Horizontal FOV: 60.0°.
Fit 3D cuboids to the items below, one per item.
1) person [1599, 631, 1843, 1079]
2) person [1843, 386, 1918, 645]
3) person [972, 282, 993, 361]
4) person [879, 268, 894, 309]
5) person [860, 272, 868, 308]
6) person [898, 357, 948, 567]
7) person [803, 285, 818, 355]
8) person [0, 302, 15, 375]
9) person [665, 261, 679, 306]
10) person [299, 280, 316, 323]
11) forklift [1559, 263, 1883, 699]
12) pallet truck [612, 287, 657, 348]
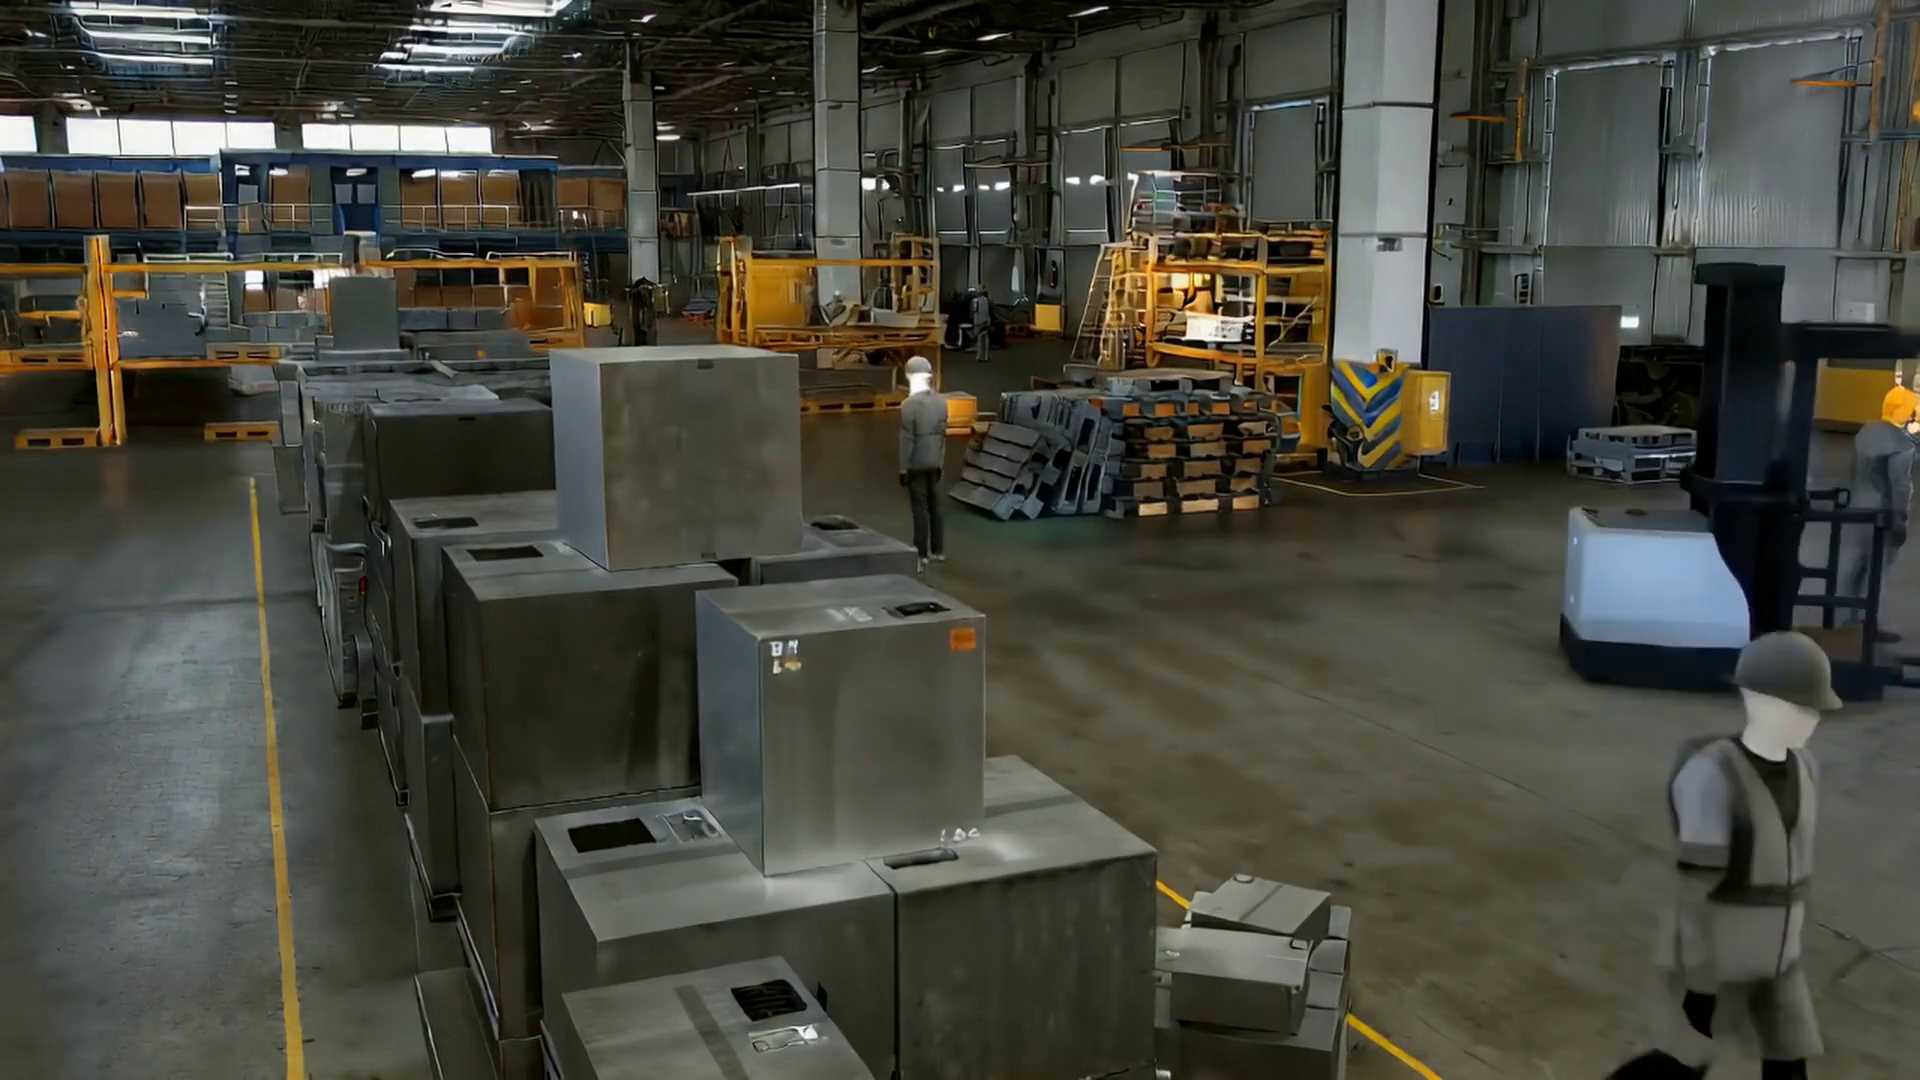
[{"bbox_3d":[2.249,1.172,4.936,0.547,1.908,0.885,-4,11,-23],"label":"person"},{"bbox_3d":[6.825,-0.179,12.318,0.387,1.927,0.639,0,10,0],"label":"person"},{"bbox_3d":[0.547,-5.369,40.873,0.542,1.939,0.364,-3,11,-15],"label":"person"},{"bbox_3d":[-2.571,-8.709,59.289,0.610,1.939,0.417,-2,11,-12],"label":"person"},{"bbox_3d":[-3.328,-7.875,54.775,0.628,1.898,0.769,-1,10,-4],"label":"person"},{"bbox_3d":[-0.362,-0.718,15.276,0.385,1.922,0.594,8,13,37],"label":"person"},{"bbox_3d":[-3.755,-5.739,43.339,0.621,1.799,0.976,2,10,9],"label":"person"},{"bbox_3d":[-21.245,-4.590,36.630,0.587,1.920,0.391,0,10,0],"label":"person"},{"bbox_3d":[-12.859,-11.445,74.237,0.612,1.986,0.407,-1,10,-4],"label":"person"},{"bbox_3d":[-17.037,-5.835,43.484,0.369,1.932,0.625,-10,14,-44],"label":"person"},{"bbox_3d":[5.168,-0.462,11.233,1.873,2.768,1.129,3,11,14],"label":"forklift"},{"bbox_3d":[-6.464,-4.406,35.401,0.823,1.965,1.885,6,12,32],"label":"pallet truck"}]
